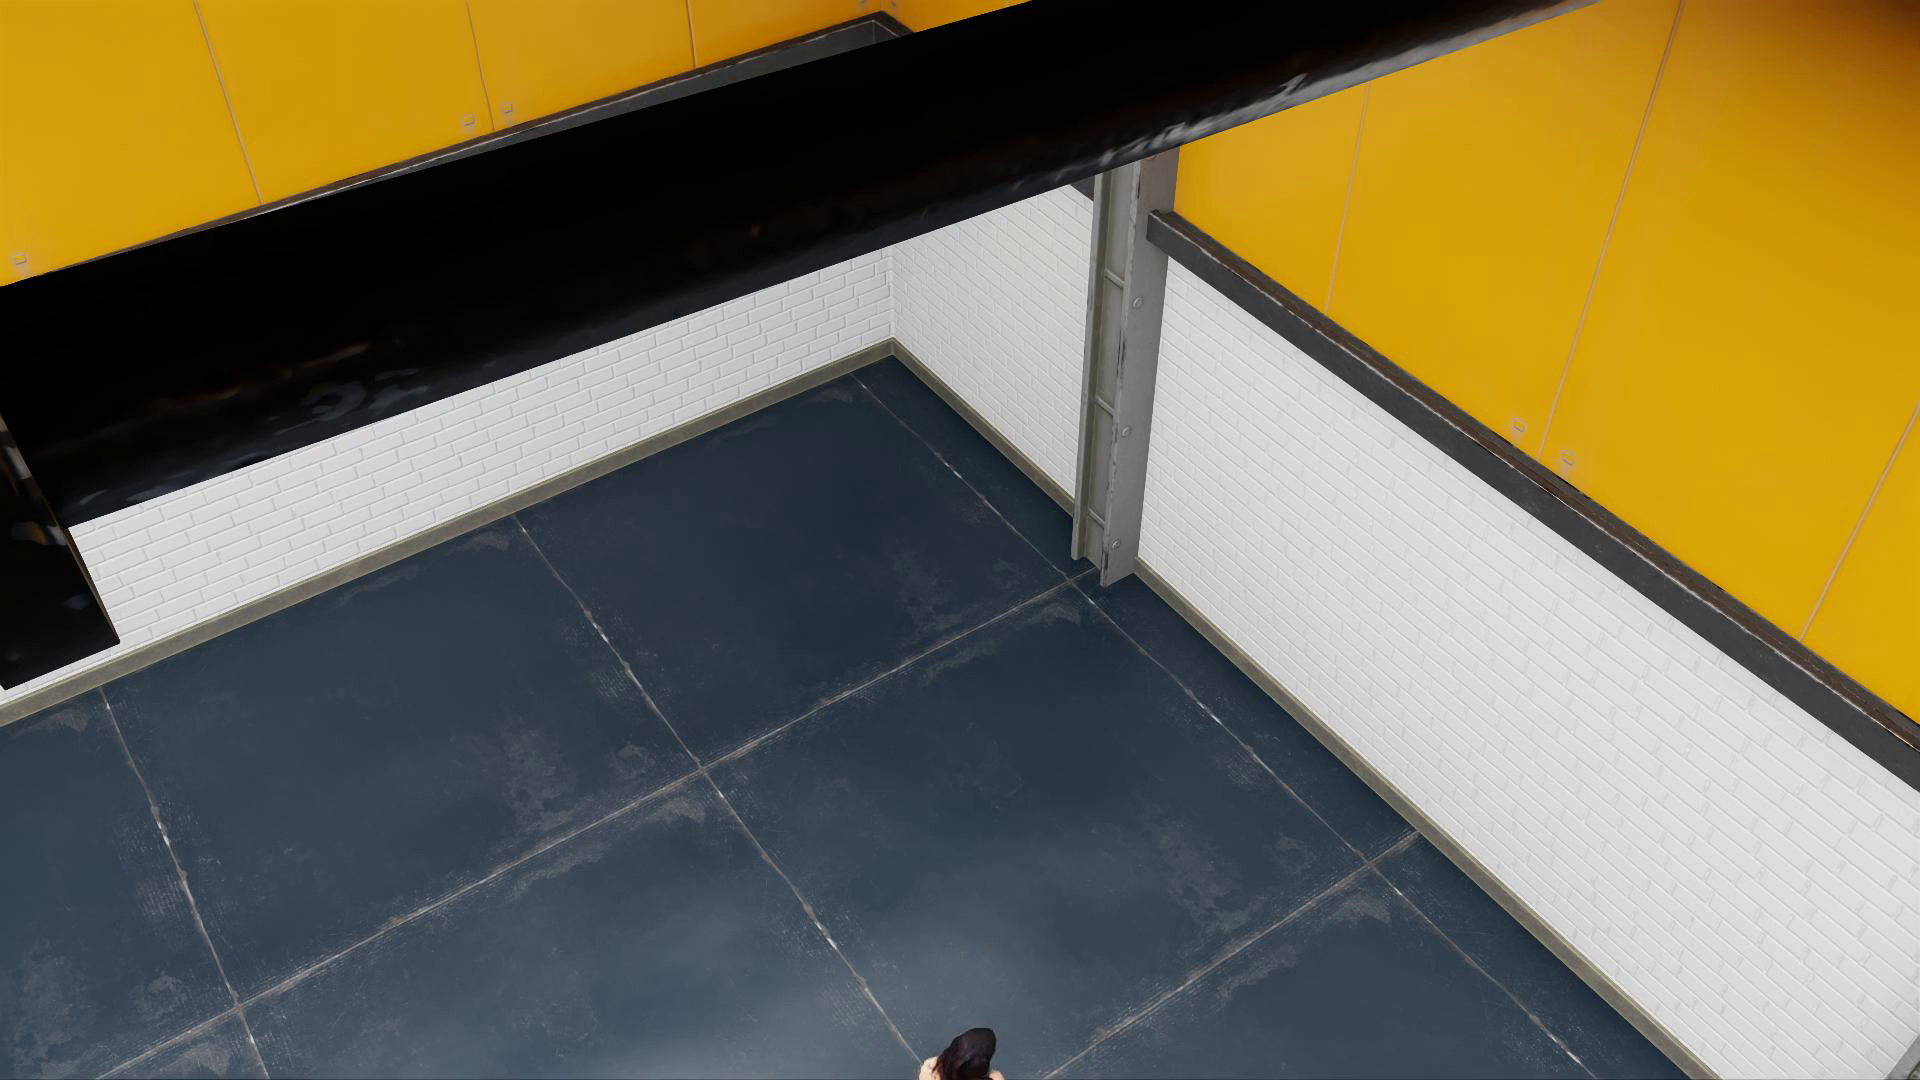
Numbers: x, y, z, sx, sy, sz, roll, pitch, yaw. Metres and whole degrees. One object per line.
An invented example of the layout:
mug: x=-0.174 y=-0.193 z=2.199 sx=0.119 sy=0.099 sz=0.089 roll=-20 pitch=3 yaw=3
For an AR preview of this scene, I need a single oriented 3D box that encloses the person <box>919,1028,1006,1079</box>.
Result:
person: x=-0.016 y=2.848 z=8.067 sx=0.715 sy=1.707 sz=0.744 roll=-8 pitch=44 yaw=-8
